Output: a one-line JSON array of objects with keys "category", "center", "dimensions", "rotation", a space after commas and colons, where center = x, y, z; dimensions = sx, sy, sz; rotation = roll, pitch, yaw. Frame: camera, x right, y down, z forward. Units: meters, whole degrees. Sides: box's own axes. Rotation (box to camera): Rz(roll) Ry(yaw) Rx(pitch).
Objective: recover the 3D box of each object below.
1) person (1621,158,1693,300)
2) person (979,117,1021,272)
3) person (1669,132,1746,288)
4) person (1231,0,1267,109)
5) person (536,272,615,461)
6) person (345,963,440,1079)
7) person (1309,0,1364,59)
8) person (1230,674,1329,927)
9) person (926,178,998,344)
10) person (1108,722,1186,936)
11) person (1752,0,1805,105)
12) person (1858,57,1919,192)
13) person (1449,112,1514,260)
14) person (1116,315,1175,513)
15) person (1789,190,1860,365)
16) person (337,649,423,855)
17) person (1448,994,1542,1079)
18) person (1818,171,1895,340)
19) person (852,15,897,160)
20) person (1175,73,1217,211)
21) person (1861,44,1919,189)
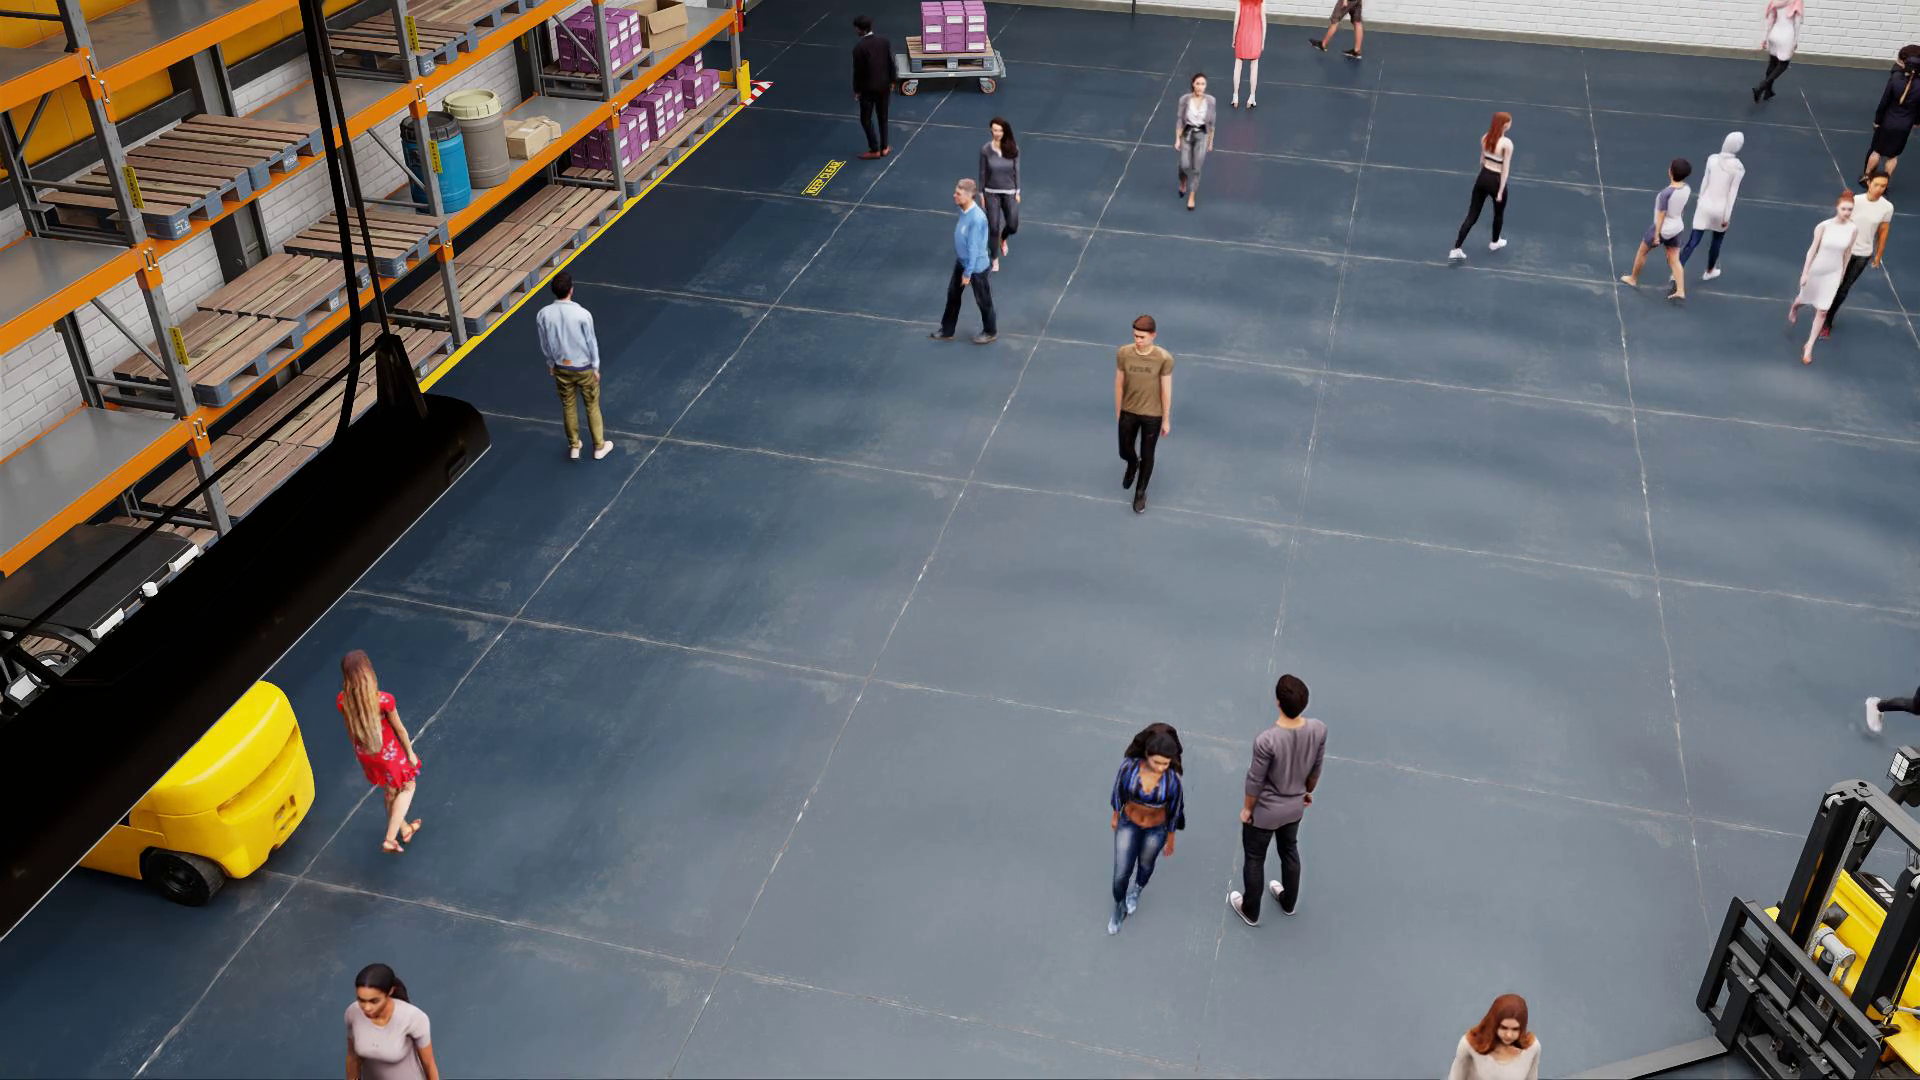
[{"category": "person", "center": [7.708, -3.328, 17.998], "dimensions": [0.961, 1.524, 1.095], "rotation": [-13, 36, -19]}, {"category": "person", "center": [0.442, -3.912, 18.668], "dimensions": [0.757, 1.756, 0.841], "rotation": [-3, 34, -5]}, {"category": "person", "center": [8.165, -3.565, 18.159], "dimensions": [1.203, 1.741, 1.070], "rotation": [-24, 40, -31]}, {"category": "person", "center": [4.016, -6.940, 23.159], "dimensions": [0.588, 1.828, 0.493], "rotation": [9, 35, 13]}, {"category": "person", "center": [-3.501, -1.571, 15.095], "dimensions": [0.697, 1.811, 0.596], "rotation": [4, 34, 6]}, {"category": "person", "center": [-2.878, 2.802, 8.578], "dimensions": [0.624, 1.743, 0.608], "rotation": [6, 34, 9]}, {"category": "person", "center": [5.952, -8.146, 24.977], "dimensions": [1.071, 1.823, 1.155], "rotation": [28, 42, 35]}, {"category": "person", "center": [1.964, 1.618, 10.263], "dimensions": [0.732, 1.849, 0.762], "rotation": [-14, 36, -20]}, {"category": "person", "center": [0.213, -2.845, 17.035], "dimensions": [1.076, 1.786, 1.040], "rotation": [-16, 37, -22]}, {"category": "person", "center": [1.163, 1.727, 10.325], "dimensions": [0.637, 1.599, 0.647], "rotation": [11, 35, 15]}, {"category": "person", "center": [11.449, -6.969, 23.240], "dimensions": [1.126, 1.786, 1.028], "rotation": [-23, 40, -30]}, {"category": "person", "center": [11.574, -5.113, 20.551], "dimensions": [0.710, 1.670, 0.680], "rotation": [13, 36, 18]}, {"category": "person", "center": [5.906, -3.951, 18.779], "dimensions": [1.224, 1.697, 1.084], "rotation": [-22, 39, -29]}, {"category": "person", "center": [1.602, -1.147, 14.433], "dimensions": [0.660, 1.839, 0.760], "rotation": [8, 34, 12]}, {"category": "person", "center": [8.706, -2.701, 16.836], "dimensions": [0.581, 1.766, 1.069], "rotation": [8, 34, 12]}, {"category": "person", "center": [-3.785, 1.442, 10.772], "dimensions": [0.611, 1.579, 0.759], "rotation": [6, 34, 9]}, {"category": "person", "center": [2.680, 2.857, 8.534], "dimensions": [0.644, 1.700, 0.610], "rotation": [4, 34, 6]}, {"category": "person", "center": [9.275, -3.023, 17.306], "dimensions": [0.650, 1.782, 0.873], "rotation": [8, 34, 12]}, {"category": "person", "center": [-1.092, -5.870, 21.524], "dimensions": [0.847, 1.855, 0.933], "rotation": [-11, 35, -17]}, {"category": "person", "center": [2.832, -4.860, 20.172], "dimensions": [0.687, 1.669, 0.726], "rotation": [2, 34, 4]}, {"category": "person", "center": [11.585, -5.282, 20.710], "dimensions": [0.775, 1.776, 0.671], "rotation": [24, 40, 31]}]
